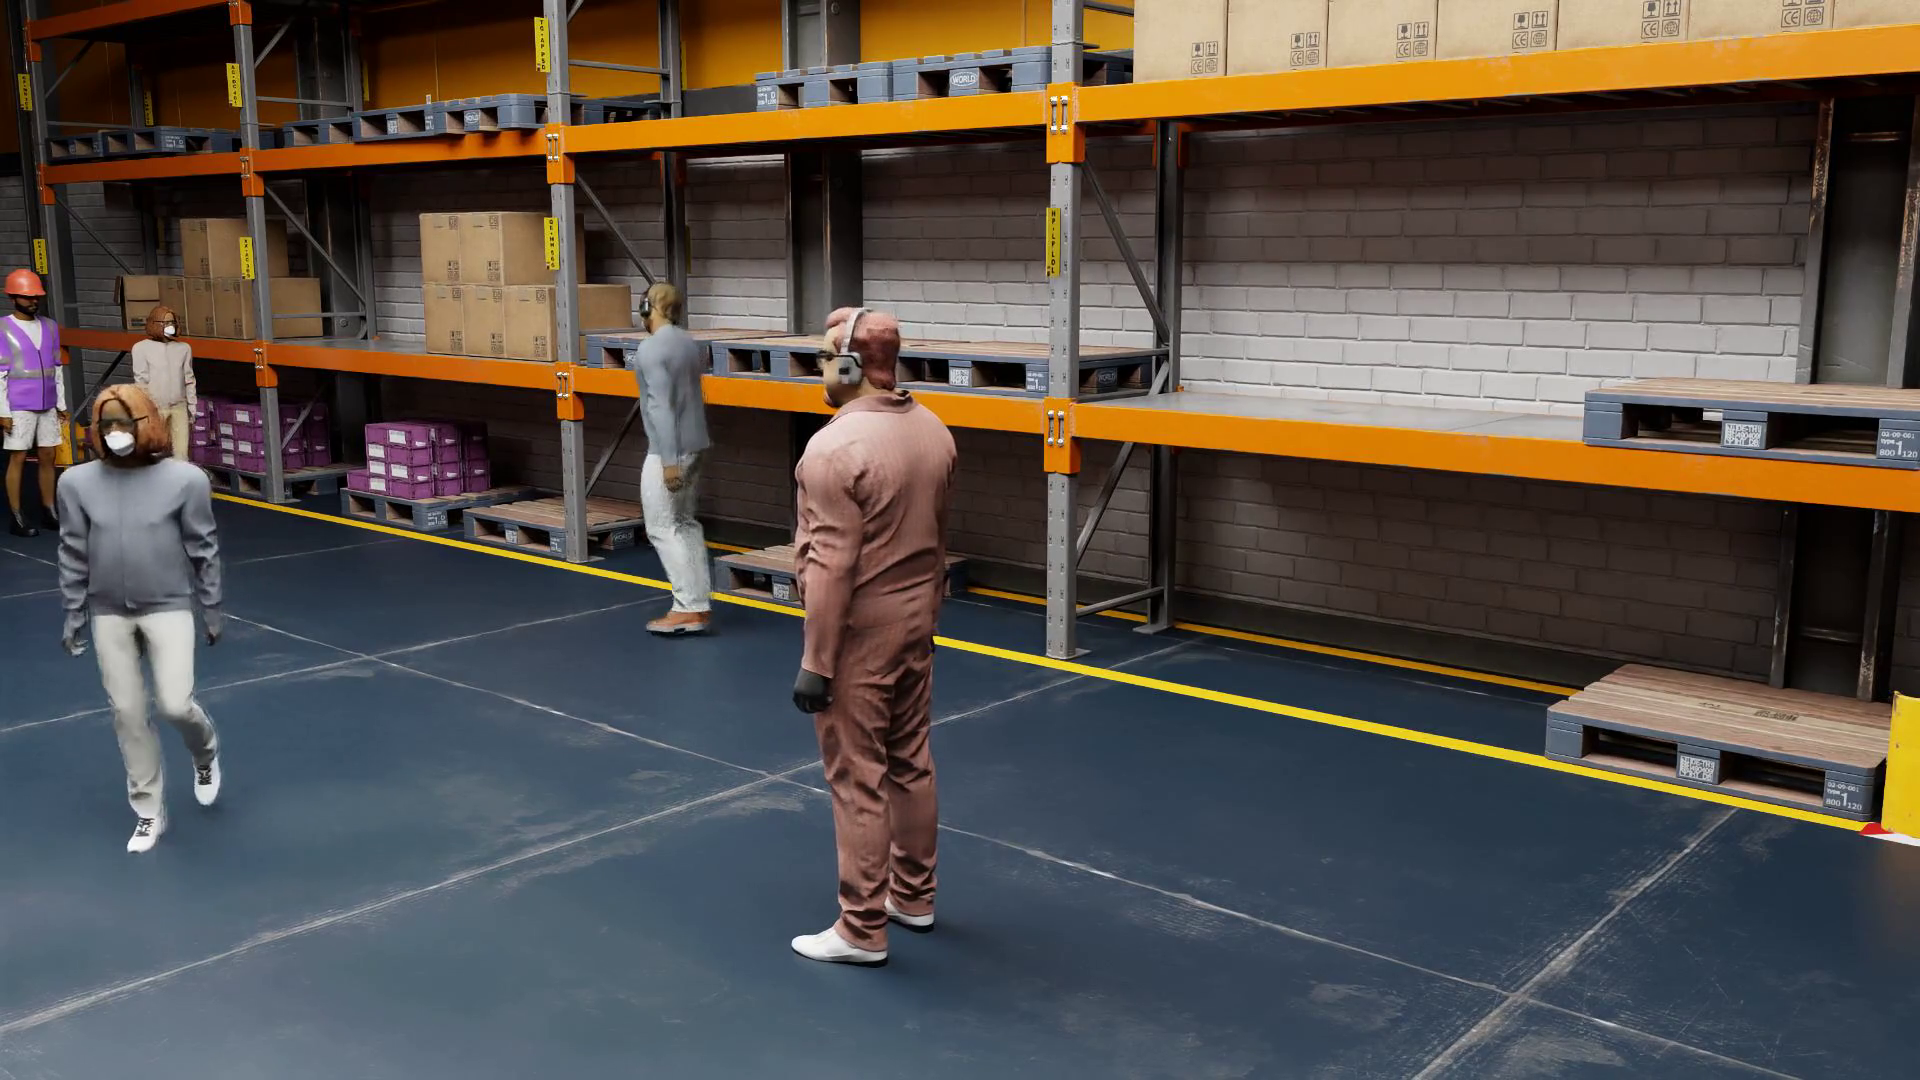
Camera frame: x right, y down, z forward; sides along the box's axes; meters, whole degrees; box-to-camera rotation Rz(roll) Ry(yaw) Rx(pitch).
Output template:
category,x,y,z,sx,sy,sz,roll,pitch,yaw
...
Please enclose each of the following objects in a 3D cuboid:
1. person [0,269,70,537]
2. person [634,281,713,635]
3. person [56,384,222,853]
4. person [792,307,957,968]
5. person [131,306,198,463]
category,x,y,z,sx,sy,sz,roll,pitch,yaw
person,-6.699,-0.985,12.032,0.412,1.929,0.548,4,11,23
person,-1.551,-0.452,9.072,0.474,1.895,0.659,3,10,14
person,-2.845,0.258,5.817,0.505,1.621,0.432,-1,10,-7
person,-0.280,0.282,4.860,0.408,1.905,0.654,6,12,30
person,-6.239,-1.022,13.087,0.276,1.629,0.497,7,12,34
